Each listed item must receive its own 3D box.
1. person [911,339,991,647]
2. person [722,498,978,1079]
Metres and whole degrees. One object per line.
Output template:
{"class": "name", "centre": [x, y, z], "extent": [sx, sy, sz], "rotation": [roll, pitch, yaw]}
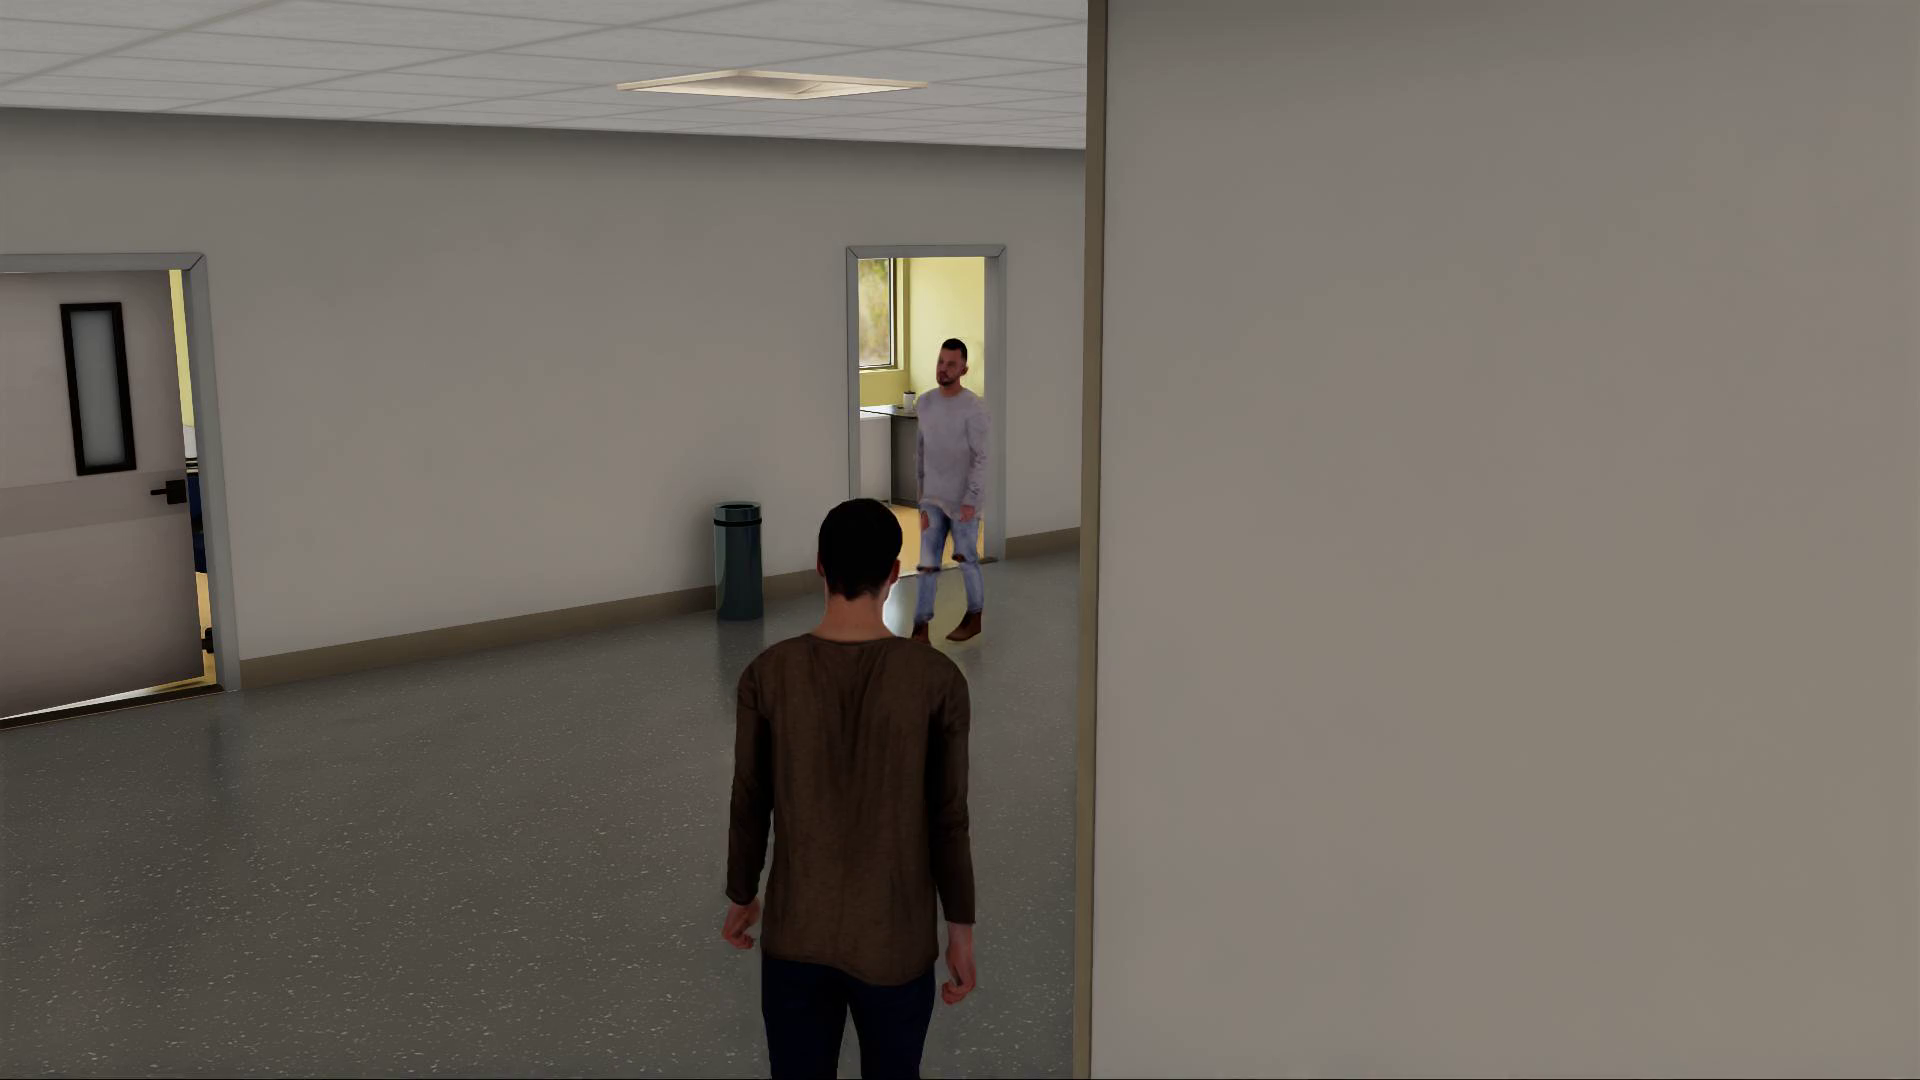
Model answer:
{"class": "person", "centre": [-0.023, -0.246, 9.604], "extent": [0.914, 1.791, 1.156], "rotation": [9, 14, 39]}
{"class": "person", "centre": [-0.244, 0.891, 3.528], "extent": [1.228, 1.822, 1.245], "rotation": [0, 11, -2]}
